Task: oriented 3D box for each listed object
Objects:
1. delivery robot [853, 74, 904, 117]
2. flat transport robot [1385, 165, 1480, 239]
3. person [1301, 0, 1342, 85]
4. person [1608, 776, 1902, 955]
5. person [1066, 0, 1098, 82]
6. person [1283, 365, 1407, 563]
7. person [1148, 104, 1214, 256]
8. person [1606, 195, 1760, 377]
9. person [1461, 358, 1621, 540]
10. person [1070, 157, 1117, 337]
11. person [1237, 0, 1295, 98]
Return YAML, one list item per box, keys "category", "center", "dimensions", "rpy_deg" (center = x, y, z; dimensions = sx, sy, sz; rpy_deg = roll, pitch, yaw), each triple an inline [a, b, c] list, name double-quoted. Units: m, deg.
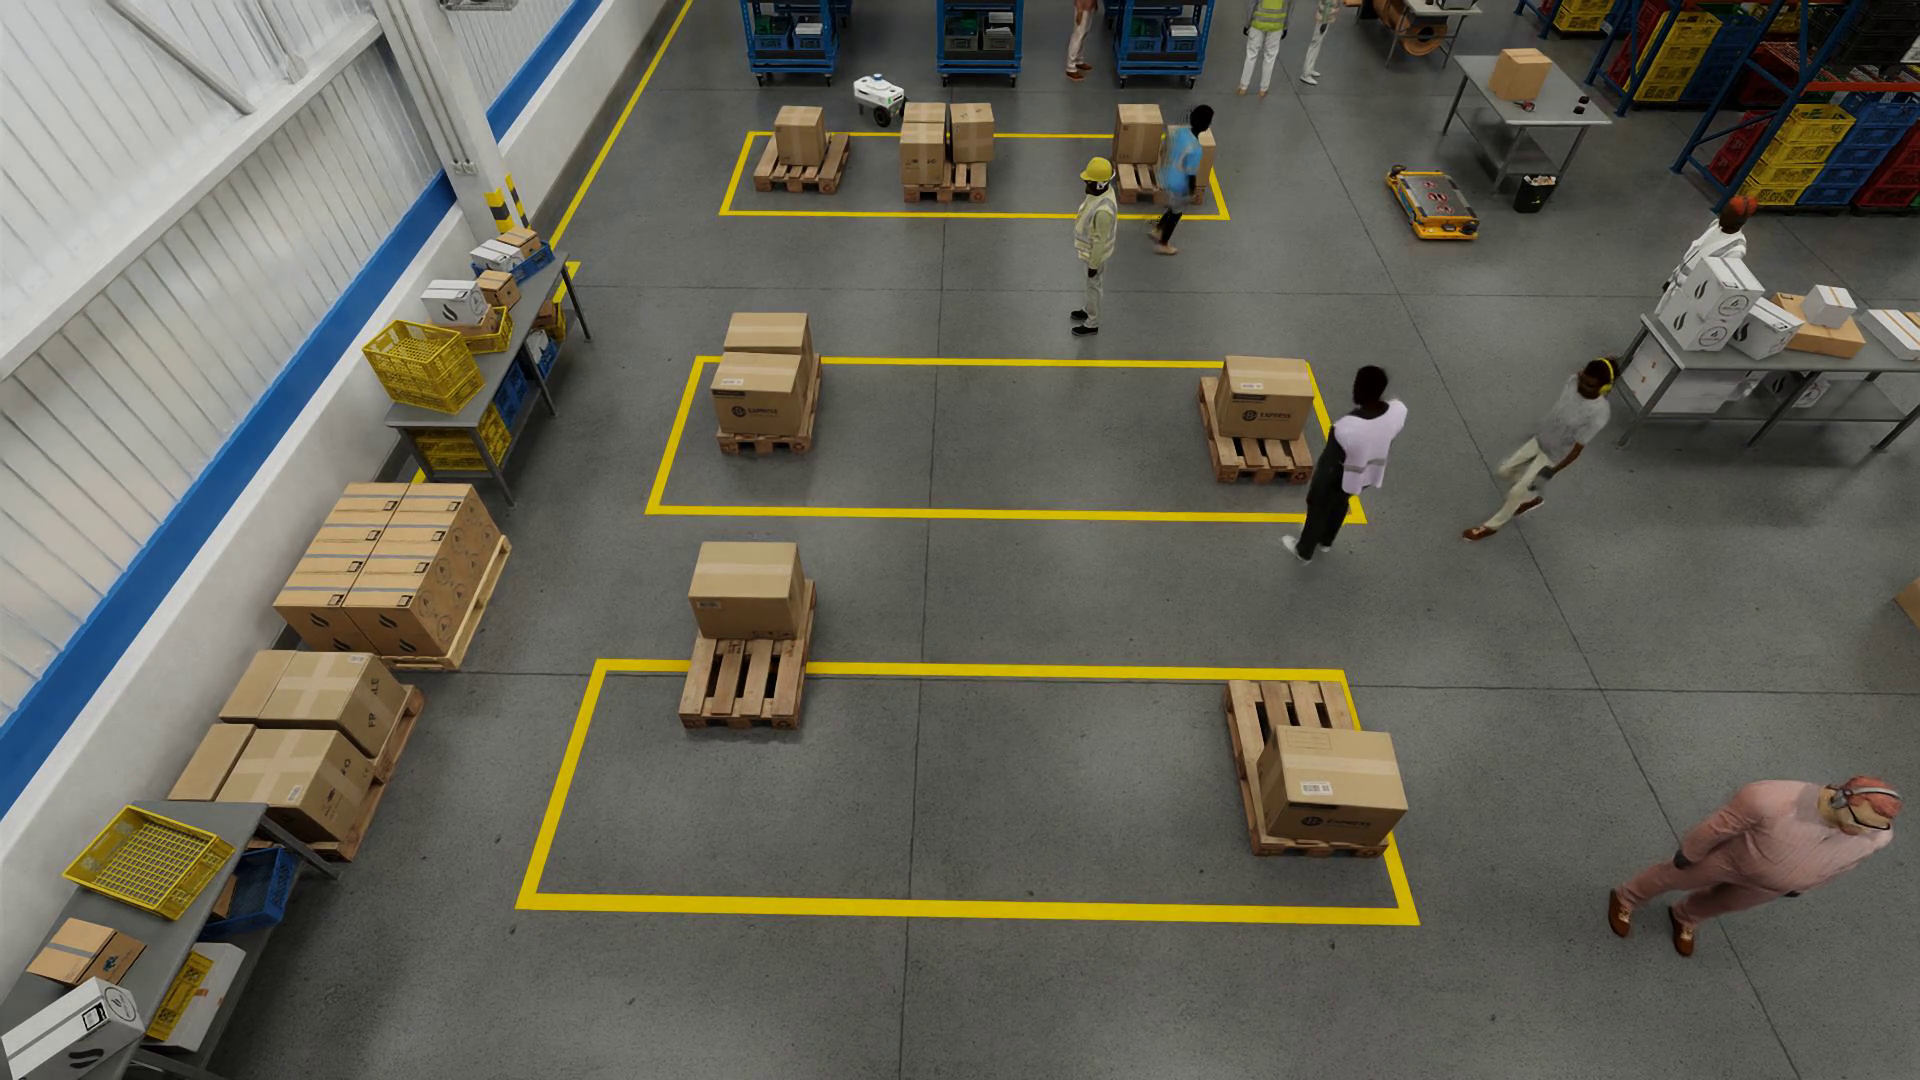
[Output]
- category: "delivery robot"
  center: [-1.119, -6.130, 12.575]
  dimensions: [0.707, 0.478, 0.477]
  rpy_deg: [30, 56, 24]
- category: "flat transport robot"
  center: [5.692, -4.094, 11.059]
  dimensions: [0.652, 0.197, 1.431]
  rpy_deg: [1, 49, 1]
- category: "person"
  center: [5.204, -7.402, 13.021]
  dimensions: [0.314, 1.640, 0.516]
  rpy_deg: [20, 52, 17]
- category: "person"
  center: [4.250, 1.757, 4.931]
  dimensions: [0.643, 1.898, 0.398]
  rpy_deg: [16, 51, 14]
- category: "person"
  center: [1.814, -7.580, 12.959]
  dimensions: [0.429, 1.981, 0.634]
  rpy_deg: [20, 52, 17]
- category: "person"
  center: [2.891, -0.489, 6.874]
  dimensions: [0.645, 1.894, 0.489]
  rpy_deg: [-17, 51, -14]
- category: "person"
  center: [2.402, -3.871, 9.934]
  dimensions: [0.364, 1.676, 0.569]
  rpy_deg: [-5, 49, -4]
- category: "person"
  center: [6.669, -2.286, 8.434]
  dimensions: [0.356, 1.886, 0.574]
  rpy_deg: [7, 50, 6]
- category: "person"
  center: [4.555, -0.686, 7.071]
  dimensions: [0.744, 1.848, 0.574]
  rpy_deg: [-5, 49, -4]
- category: "person"
  center: [1.299, -2.856, 8.970]
  dimensions: [0.404, 1.824, 0.595]
  rpy_deg: [1, 49, 1]
- category: "person"
  center: [4.223, -7.085, 12.616]
  dimensions: [0.619, 1.845, 0.430]
  rpy_deg: [10, 50, 9]
